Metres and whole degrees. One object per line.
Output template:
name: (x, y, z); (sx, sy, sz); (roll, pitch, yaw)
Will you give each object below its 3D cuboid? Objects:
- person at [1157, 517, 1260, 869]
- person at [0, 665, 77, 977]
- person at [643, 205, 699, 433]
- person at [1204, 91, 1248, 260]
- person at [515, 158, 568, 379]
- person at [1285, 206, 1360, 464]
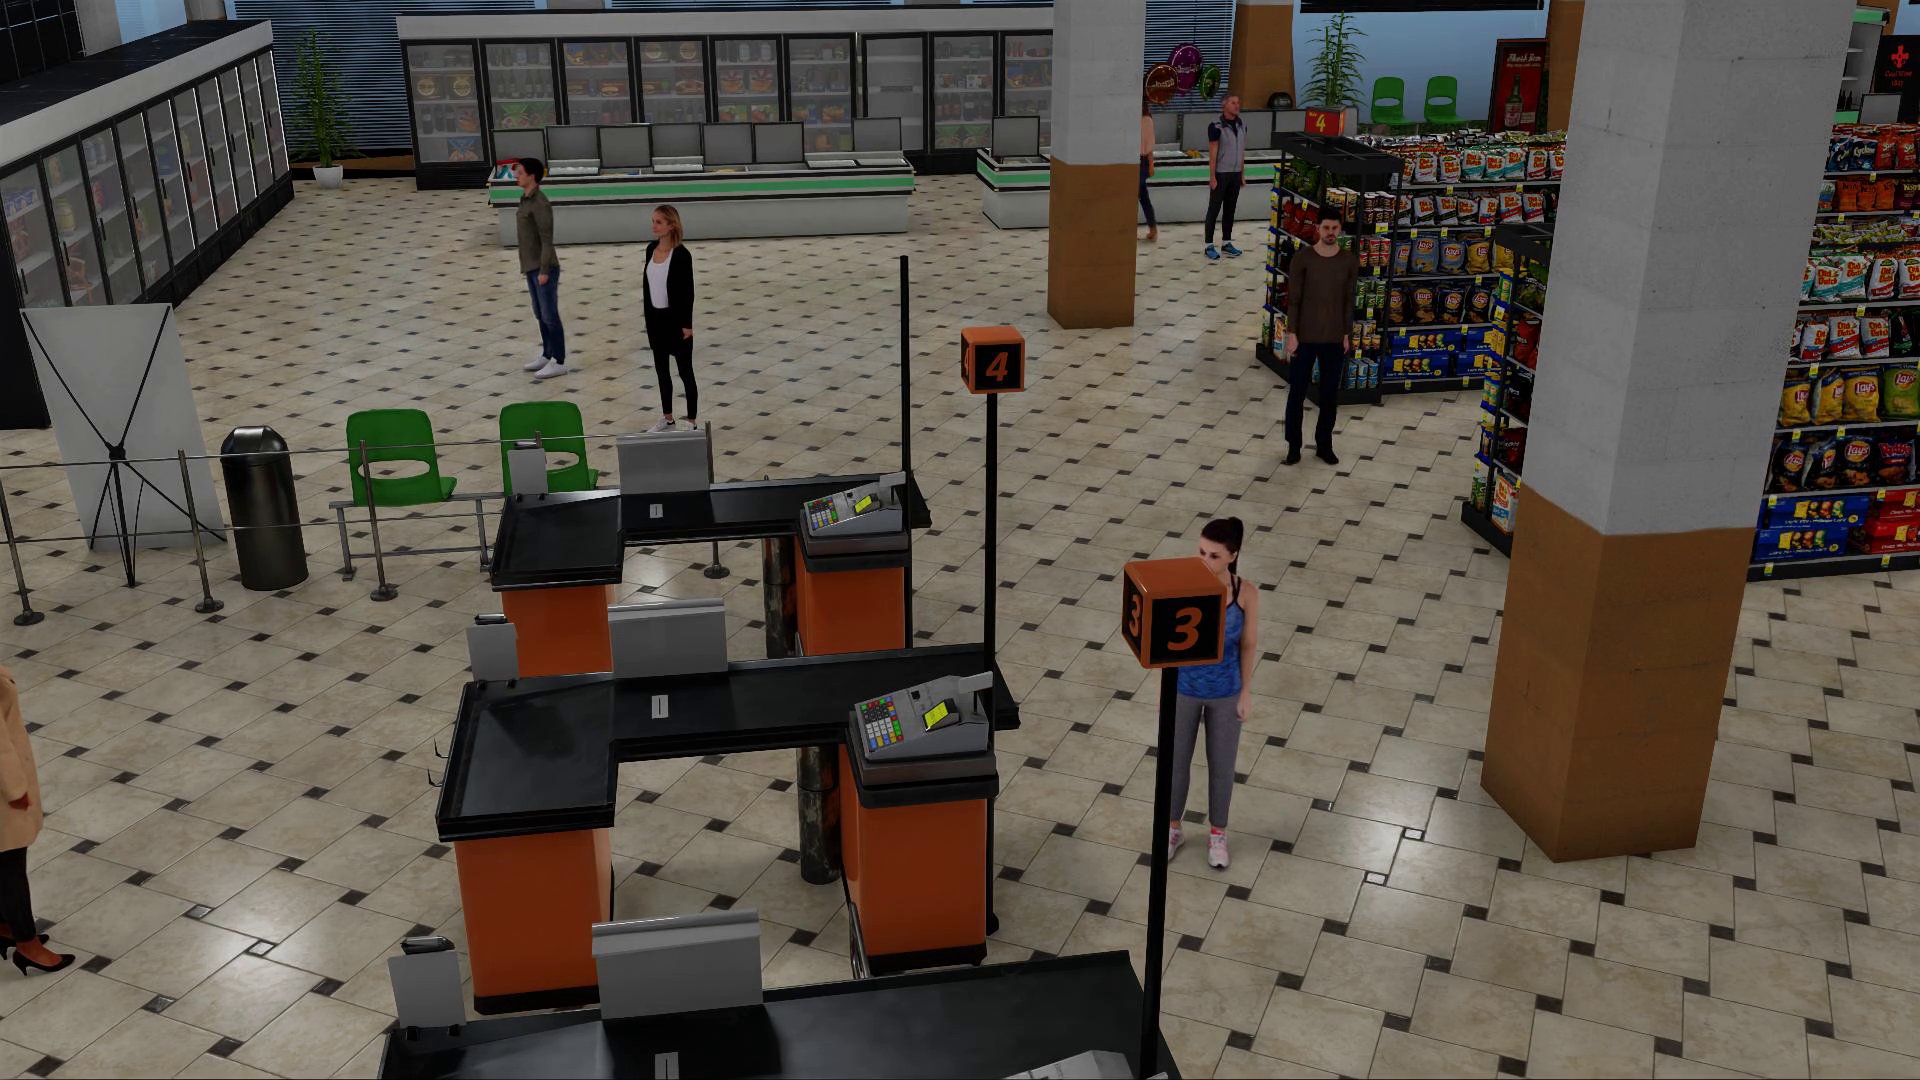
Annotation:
person: (1.054, 0.650, 7.159); (0.596, 1.609, 0.702); (5, 23, 13)
person: (-3.749, 0.912, 6.409); (0.718, 1.682, 0.740); (20, 29, 40)
person: (-2.184, -1.634, 12.586); (0.670, 1.802, 0.741); (13, 25, 30)
person: (2.980, -4.115, 18.720); (0.680, 1.831, 0.829); (-15, 27, -33)
person: (-3.580, -2.332, 14.238); (0.718, 1.864, 0.773); (-12, 25, -28)
person: (2.607, -1.497, 12.129); (0.577, 1.888, 0.748); (-1, 22, -3)
